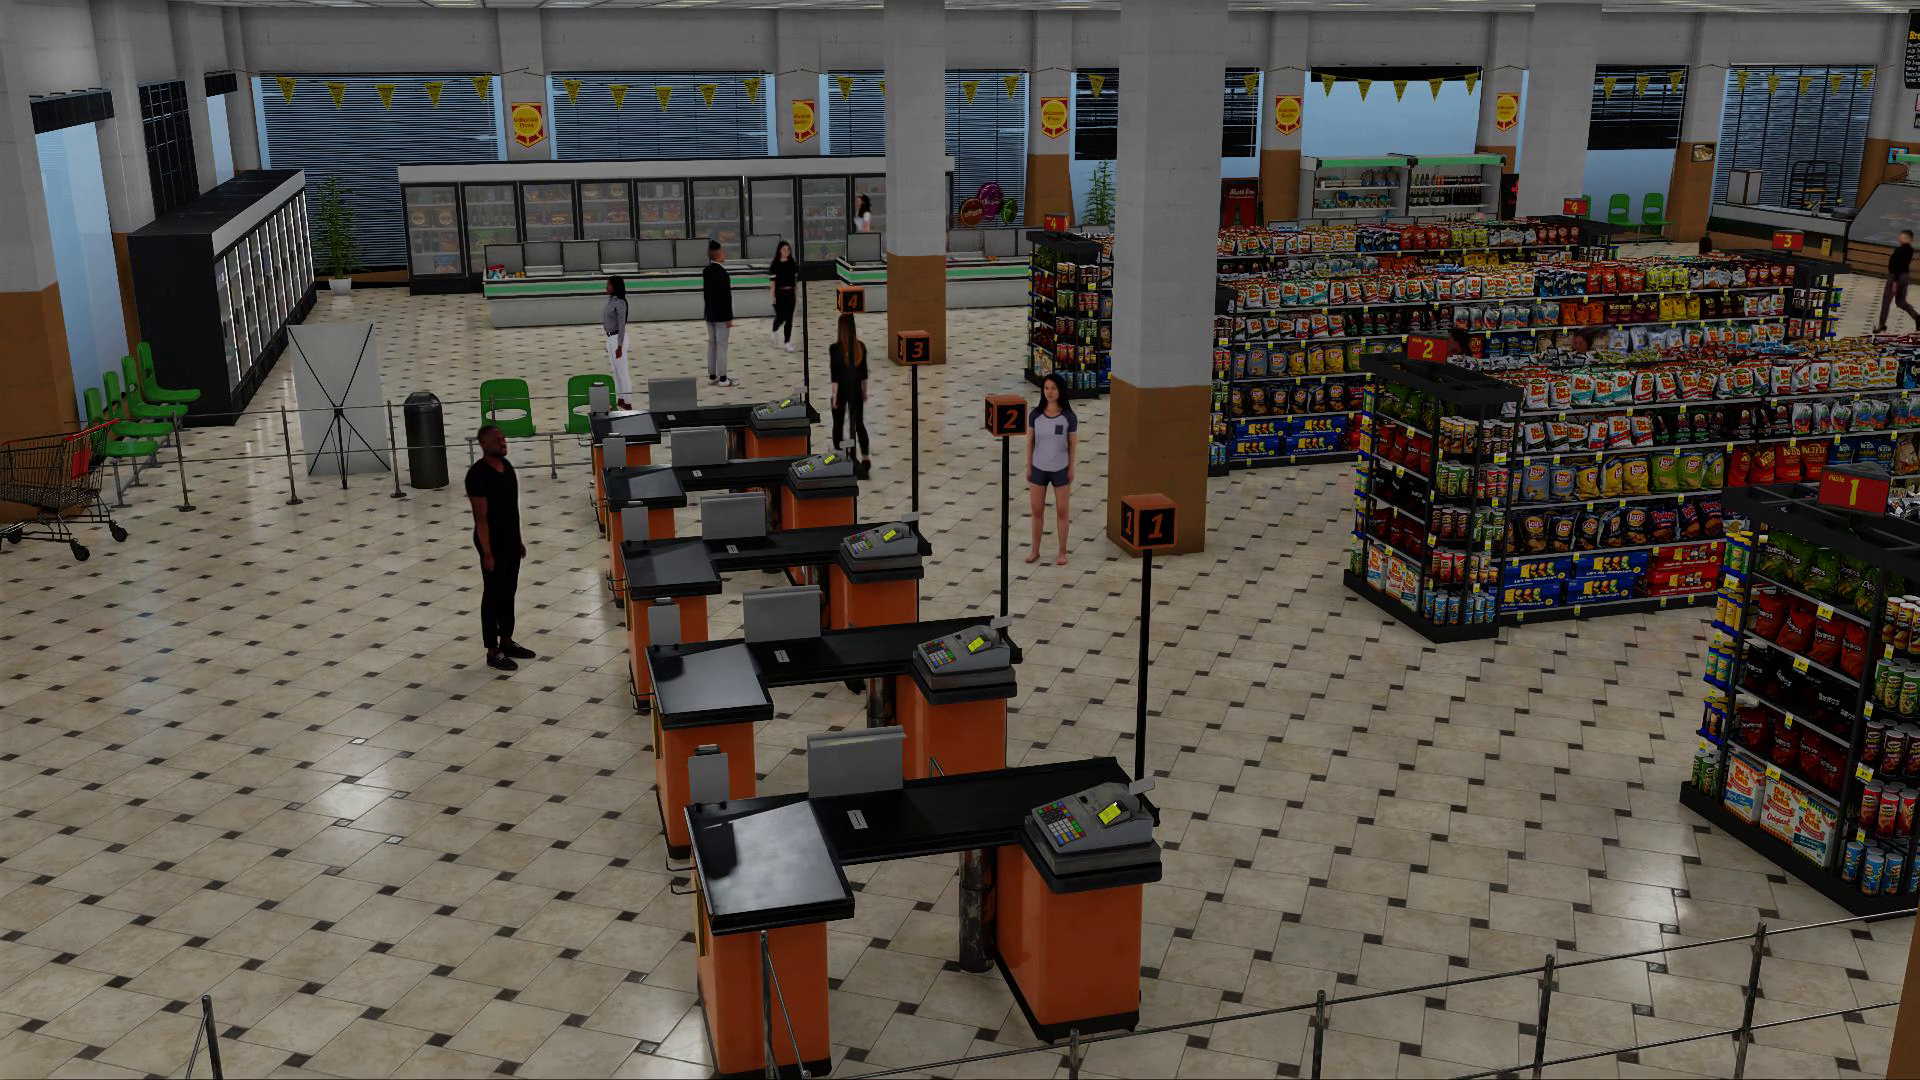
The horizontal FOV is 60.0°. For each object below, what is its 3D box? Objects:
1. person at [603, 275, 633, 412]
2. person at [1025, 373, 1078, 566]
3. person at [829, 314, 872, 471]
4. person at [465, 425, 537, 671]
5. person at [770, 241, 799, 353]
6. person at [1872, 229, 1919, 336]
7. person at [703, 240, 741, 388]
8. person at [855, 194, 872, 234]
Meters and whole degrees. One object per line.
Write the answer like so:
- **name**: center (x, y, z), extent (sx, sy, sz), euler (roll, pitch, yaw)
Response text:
- **person**: center (-4.225, -2.412, 20.532), extent (0.604, 1.725, 0.641), euler (-9, 19, -28)
- **person**: center (0.811, -0.636, 14.719), extent (0.624, 1.706, 0.737), euler (4, 17, 14)
- **person**: center (-1.147, -1.527, 17.710), extent (1.151, 1.673, 0.852), euler (-8, 19, -26)
- **person**: center (-3.420, 0.038, 12.302), extent (0.755, 1.820, 0.750), euler (5, 18, 16)
- **person**: center (-2.631, -3.618, 24.675), extent (0.866, 1.627, 0.810), euler (-10, 20, -31)
- **person**: center (14.598, -3.945, 25.708), extent (0.964, 1.651, 0.819), euler (-10, 20, -30)
- **person**: center (-3.240, -3.033, 22.196), extent (0.763, 1.948, 0.787), euler (-14, 22, -38)
- **person**: center (-1.633, -5.304, 29.922), extent (0.862, 1.805, 0.727), euler (-7, 18, -22)
